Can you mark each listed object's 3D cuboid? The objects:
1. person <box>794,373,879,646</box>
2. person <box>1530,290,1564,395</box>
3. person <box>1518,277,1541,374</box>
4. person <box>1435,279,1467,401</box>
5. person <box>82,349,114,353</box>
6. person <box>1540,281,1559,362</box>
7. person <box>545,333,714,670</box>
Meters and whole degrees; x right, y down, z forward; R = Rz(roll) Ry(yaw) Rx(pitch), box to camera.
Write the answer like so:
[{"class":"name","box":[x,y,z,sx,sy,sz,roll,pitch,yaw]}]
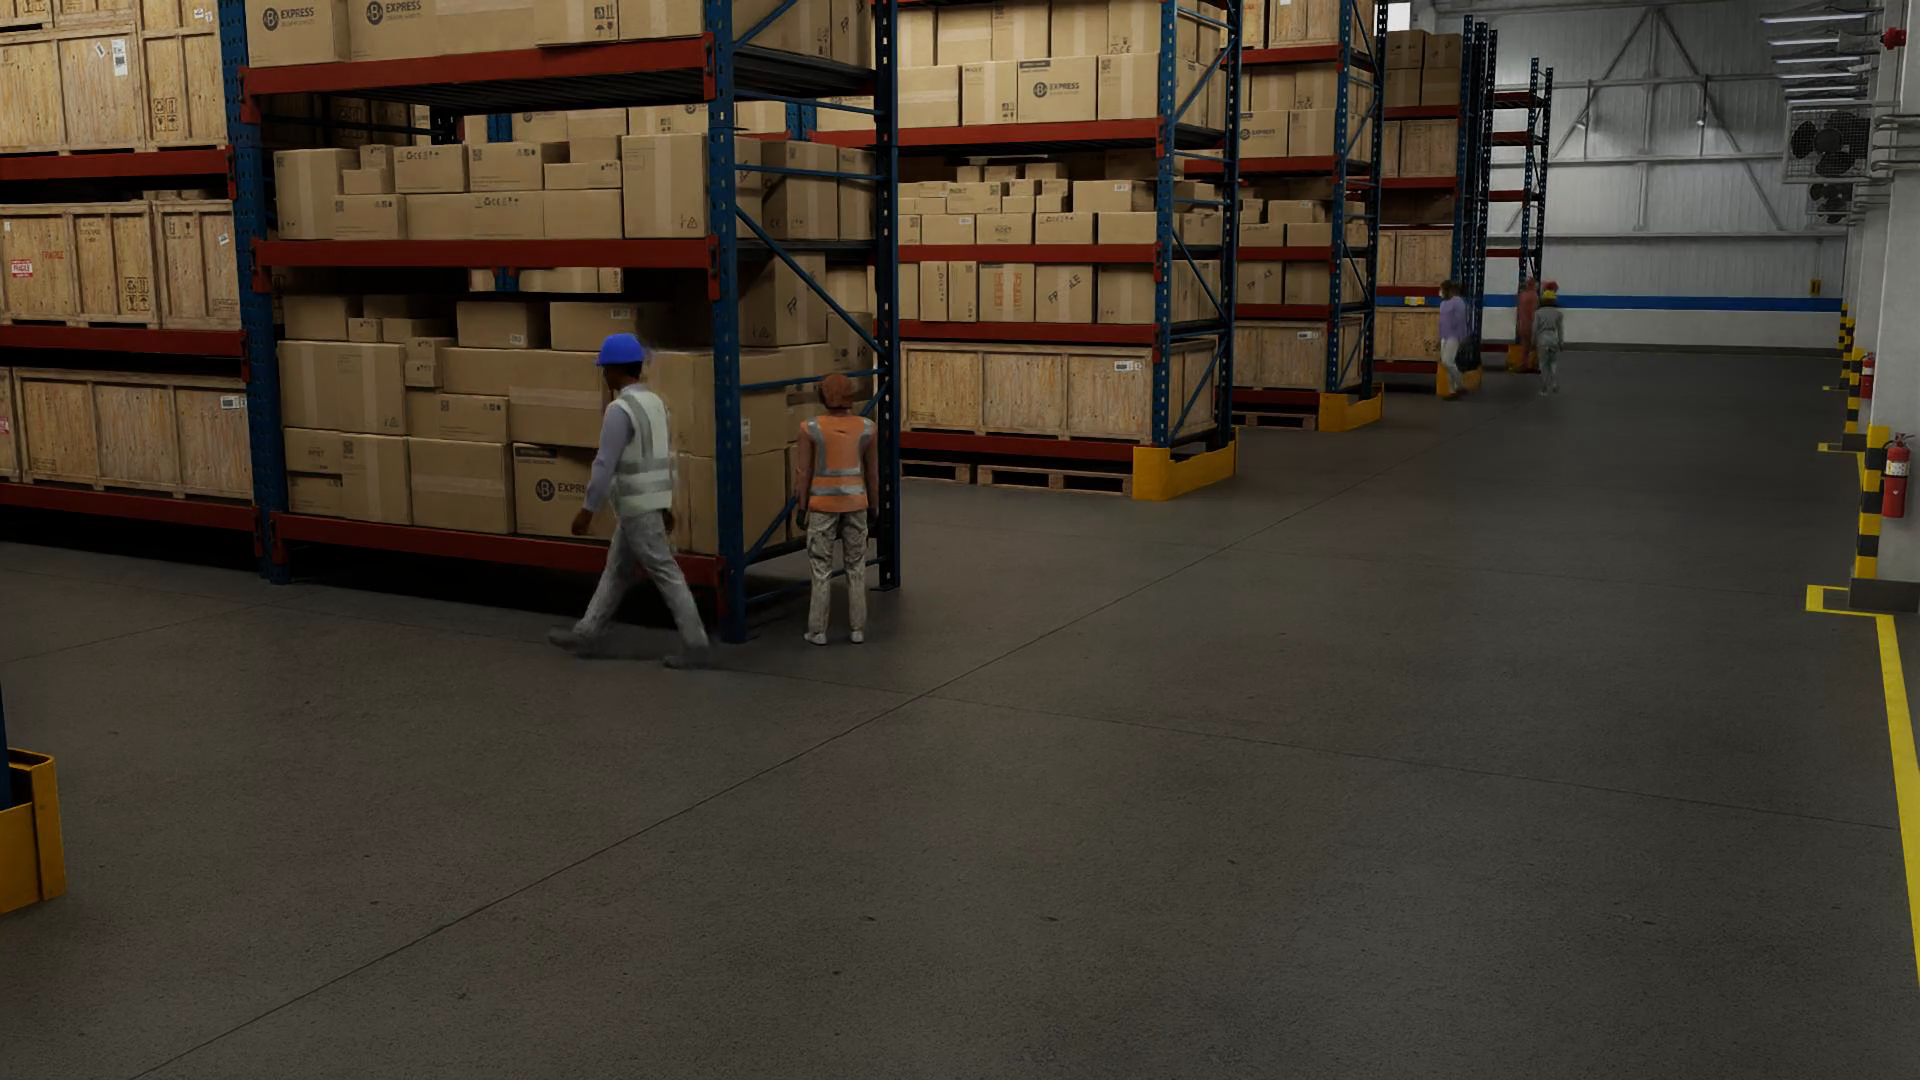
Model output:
[{"class":"person","box":[-0.726,-0.178,9.895,0.521,1.630,0.321,-4,11,-21]},{"class":"person","box":[9.660,-3.245,27.402,0.495,1.714,0.586,-1,10,-4]},{"class":"person","box":[11.075,-4.137,32.145,0.599,1.869,0.677,-1,10,-8]},{"class":"person","box":[7.719,-3.145,26.245,0.432,1.908,0.660,-2,10,-13]},{"class":"person","box":[-10.175,-1.986,19.798,0.560,1.823,0.629,5,11,25]},{"class":"person","box":[12.556,-4.637,35.387,0.575,1.737,0.397,-5,11,-25]},{"class":"person","box":[-1.859,-0.205,9.320,1.046,1.882,0.603,1,10,7]}]
